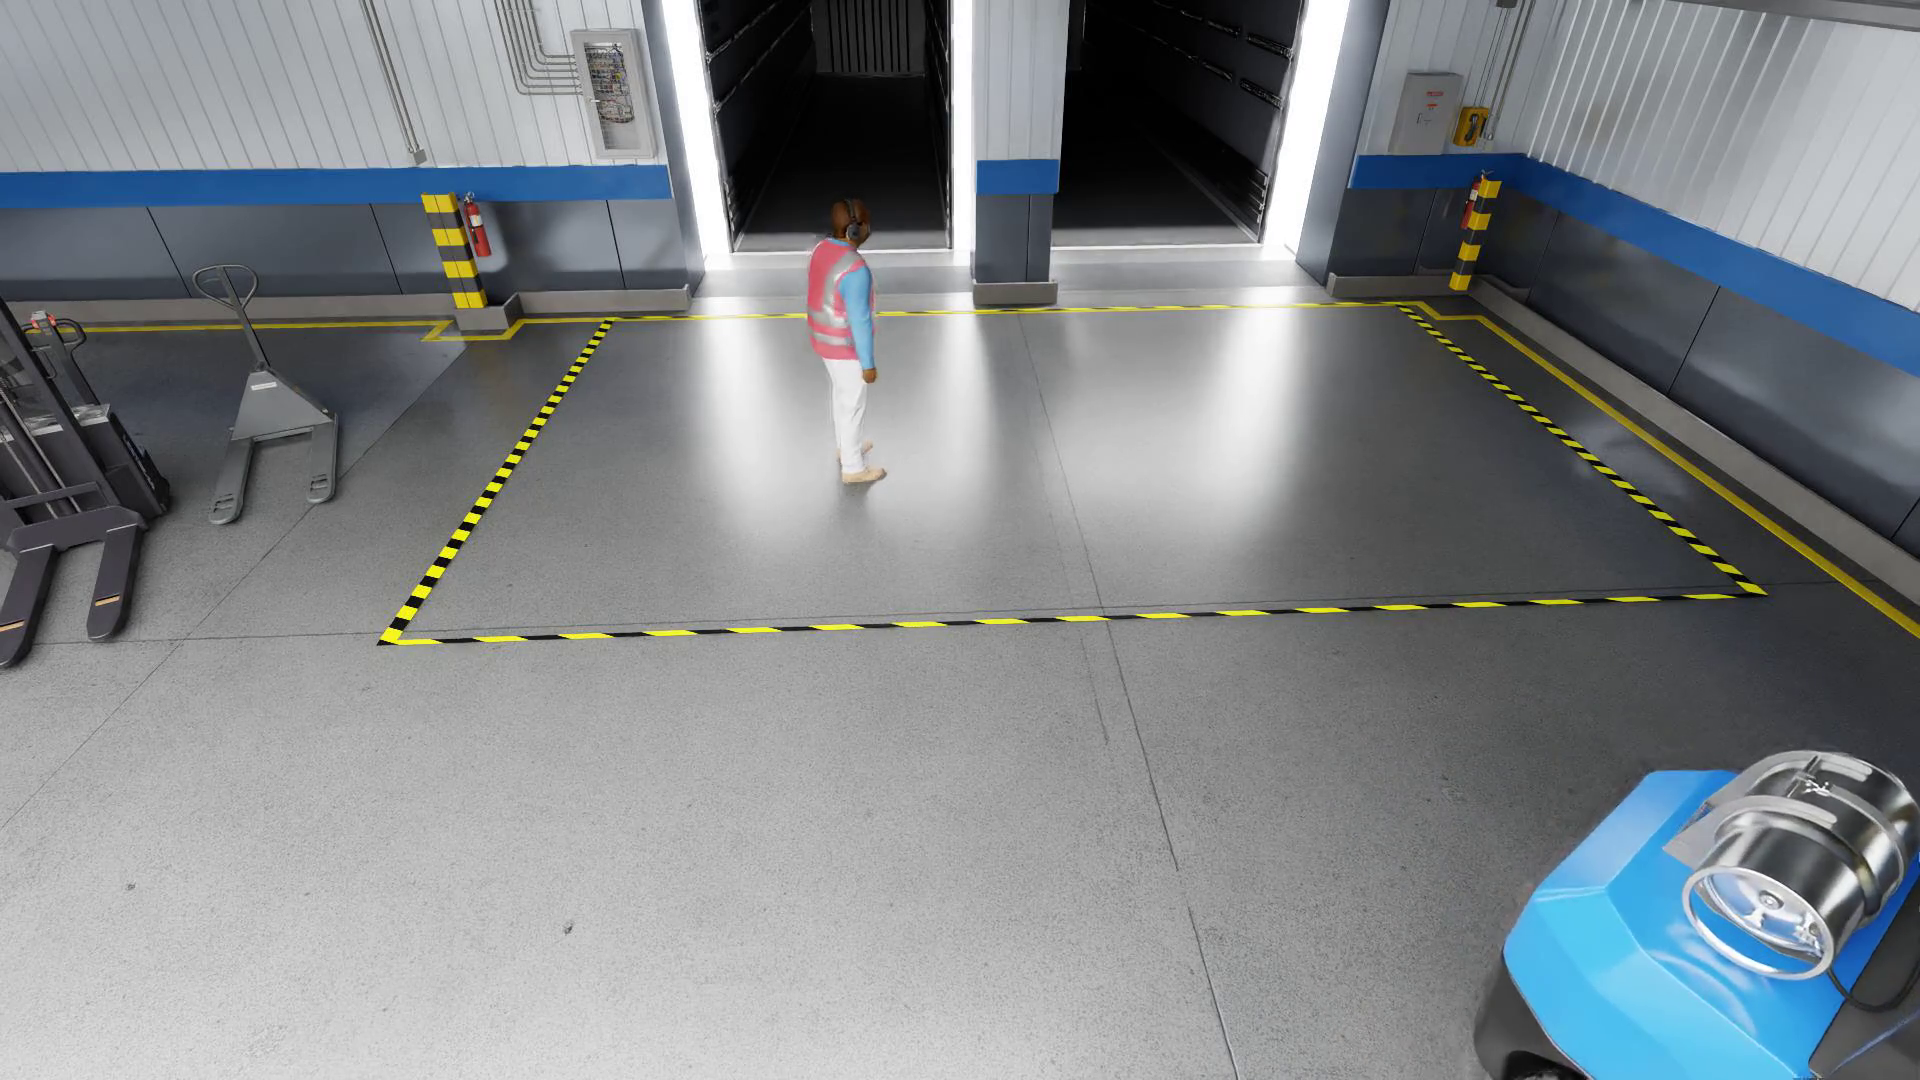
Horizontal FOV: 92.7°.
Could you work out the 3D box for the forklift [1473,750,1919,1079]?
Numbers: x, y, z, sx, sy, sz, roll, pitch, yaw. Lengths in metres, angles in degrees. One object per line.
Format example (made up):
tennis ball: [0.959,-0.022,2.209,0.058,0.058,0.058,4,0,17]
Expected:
forklift: [2.753,1.305,1.804,1.157,2.036,2.680,-22,41,-29]

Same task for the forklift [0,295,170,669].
forklift: [-5.212,-0.618,4.878,0.823,1.965,1.885,-20,39,-26]

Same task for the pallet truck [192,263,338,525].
pallet truck: [-4.778,-1.027,6.128,0.680,1.201,1.601,-17,38,-23]

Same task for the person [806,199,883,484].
person: [-0.746,-1.264,5.992,0.458,1.824,0.725,-17,38,-22]
